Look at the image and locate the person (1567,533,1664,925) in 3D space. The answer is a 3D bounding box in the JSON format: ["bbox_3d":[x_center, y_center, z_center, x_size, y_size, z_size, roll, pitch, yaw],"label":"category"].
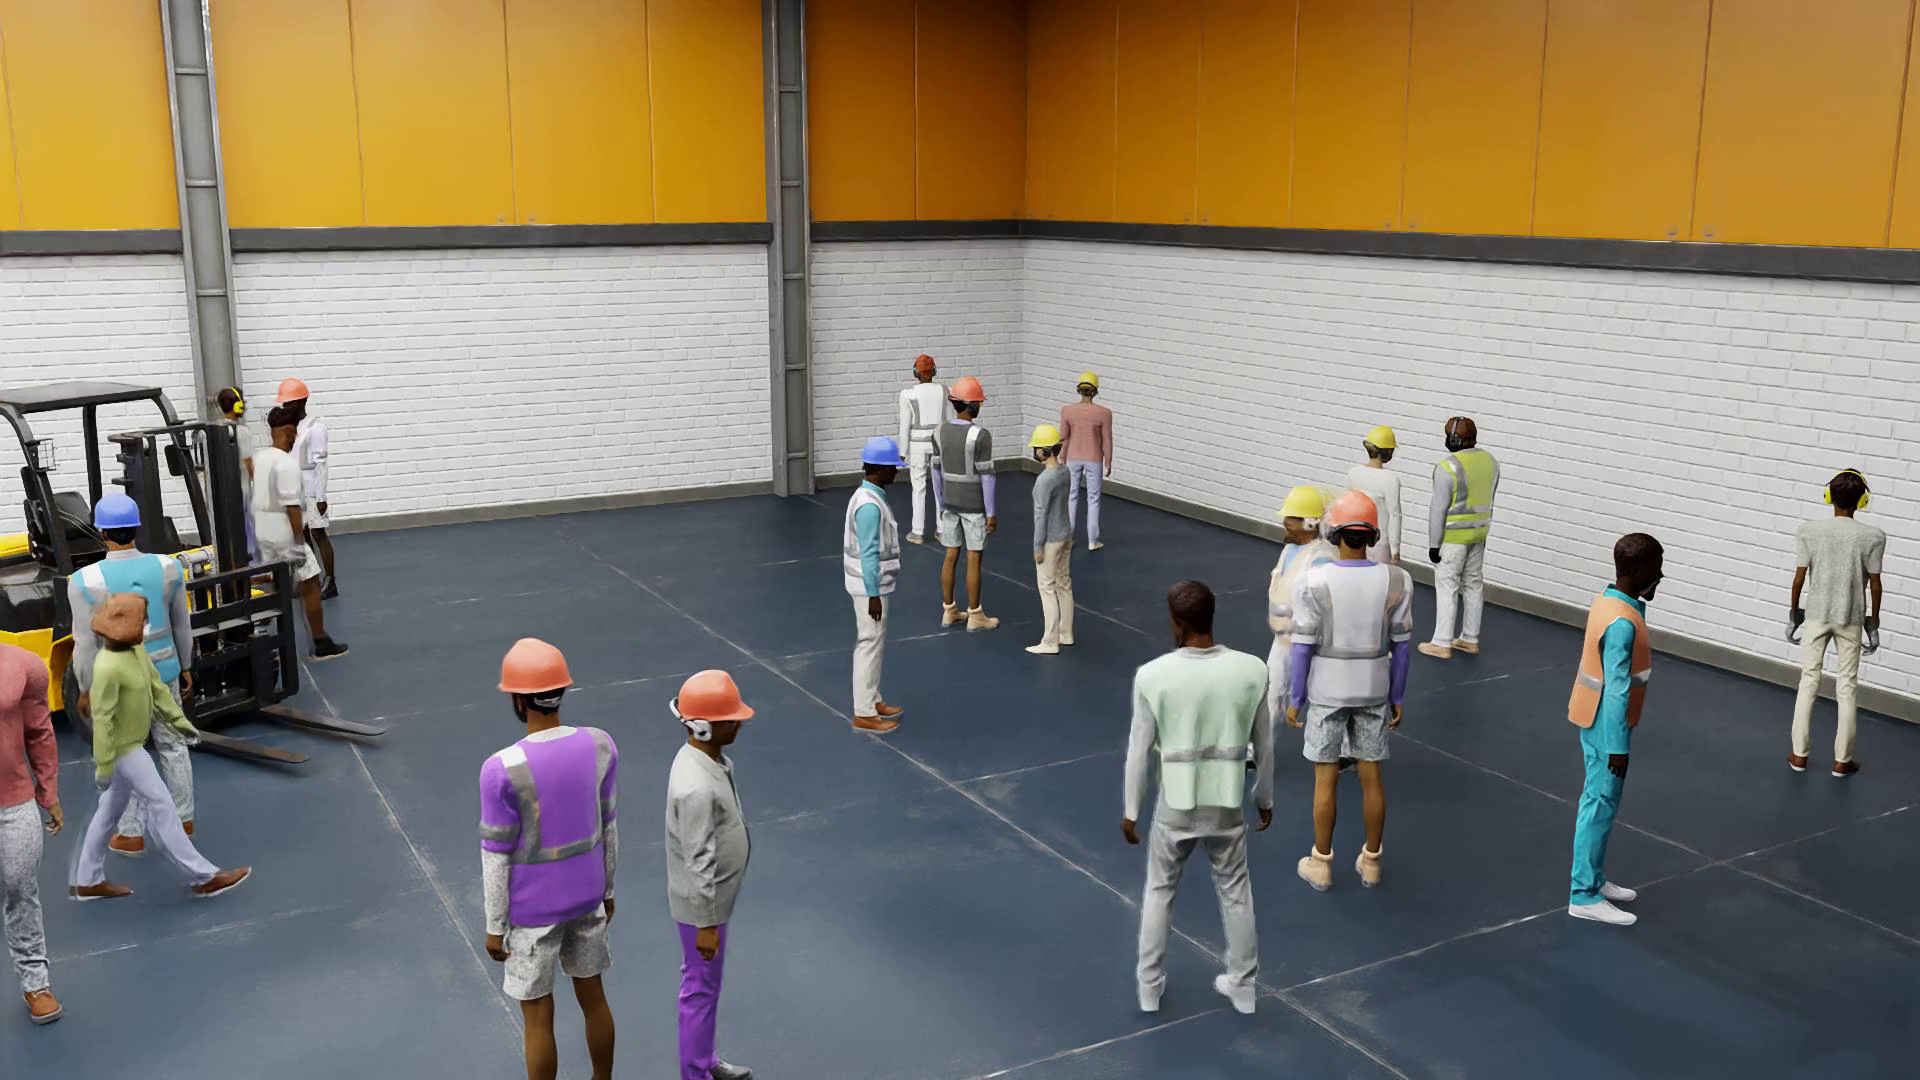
[{"bbox_3d":[3.152,0.898,8.066,0.397,1.911,0.587,4,13,18],"label":"person"}]

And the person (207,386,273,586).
[{"bbox_3d":[-6.343,-0.413,14.425,0.511,1.830,0.940,6,13,26],"label":"person"}]

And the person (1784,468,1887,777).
[{"bbox_3d":[5.273,0.495,10.042,0.521,1.874,0.327,8,14,32],"label":"person"}]

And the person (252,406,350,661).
[{"bbox_3d":[-5.075,-0.035,12.426,0.661,1.918,0.672,11,16,42],"label":"person"}]

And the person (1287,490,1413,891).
[{"bbox_3d":[1.944,0.760,8.394,0.610,2.042,0.396,-1,12,-3],"label":"person"}]

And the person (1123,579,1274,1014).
[{"bbox_3d":[1.032,1.112,7.079,0.662,1.902,0.443,-2,12,-7],"label":"person"}]

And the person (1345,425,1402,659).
[{"bbox_3d":[3.121,0.014,12.545,0.326,1.767,0.533,-8,14,-33],"label":"person"}]

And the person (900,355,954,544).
[{"bbox_3d":[-0.332,-0.903,16.558,0.573,1.887,0.356,-4,13,-20],"label":"person"}]

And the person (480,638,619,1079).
[{"bbox_3d":[-1.509,1.305,6.114,0.388,1.930,0.544,12,17,43],"label":"person"}]

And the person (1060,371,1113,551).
[{"bbox_3d":[1.232,-0.768,16.243,0.531,1.754,0.343,3,12,15],"label":"person"}]

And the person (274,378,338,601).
[{"bbox_3d":[-5.632,-0.429,14.255,0.540,1.930,0.385,8,14,32],"label":"person"}]

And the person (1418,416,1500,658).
[{"bbox_3d":[3.755,-0.019,12.550,0.624,1.837,0.429,-7,14,-30],"label":"person"}]

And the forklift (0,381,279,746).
[{"bbox_3d":[-5.853,0.085,11.199,2.313,2.155,1.214,7,14,28],"label":"forklift"}]

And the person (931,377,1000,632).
[{"bbox_3d":[0.054,-0.284,13.286,0.607,2.044,0.374,10,16,39],"label":"person"}]

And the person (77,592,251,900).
[{"bbox_3d":[-4.023,1.026,8.234,0.869,1.582,0.501,-3,12,-14],"label":"person"}]

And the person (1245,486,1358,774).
[{"bbox_3d":[2.050,0.560,9.947,0.915,1.788,0.607,-3,12,-12],"label":"person"}]

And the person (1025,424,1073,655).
[{"bbox_3d":[0.675,-0.005,12.660,0.340,1.761,0.529,6,14,27],"label":"person"}]

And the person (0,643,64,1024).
[{"bbox_3d":[-4.090,1.123,6.936,0.635,1.939,0.359,-9,15,-37],"label":"person"}]

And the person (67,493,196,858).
[{"bbox_3d":[-4.381,0.714,8.833,0.393,1.946,0.617,10,16,39],"label":"person"}]

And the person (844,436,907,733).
[{"bbox_3d":[-0.553,0.288,10.865,0.416,1.939,0.606,0,12,0],"label":"person"}]

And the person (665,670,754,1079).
[{"bbox_3d":[-0.943,1.340,6.356,0.342,1.751,0.563,-1,12,-6],"label":"person"}]
